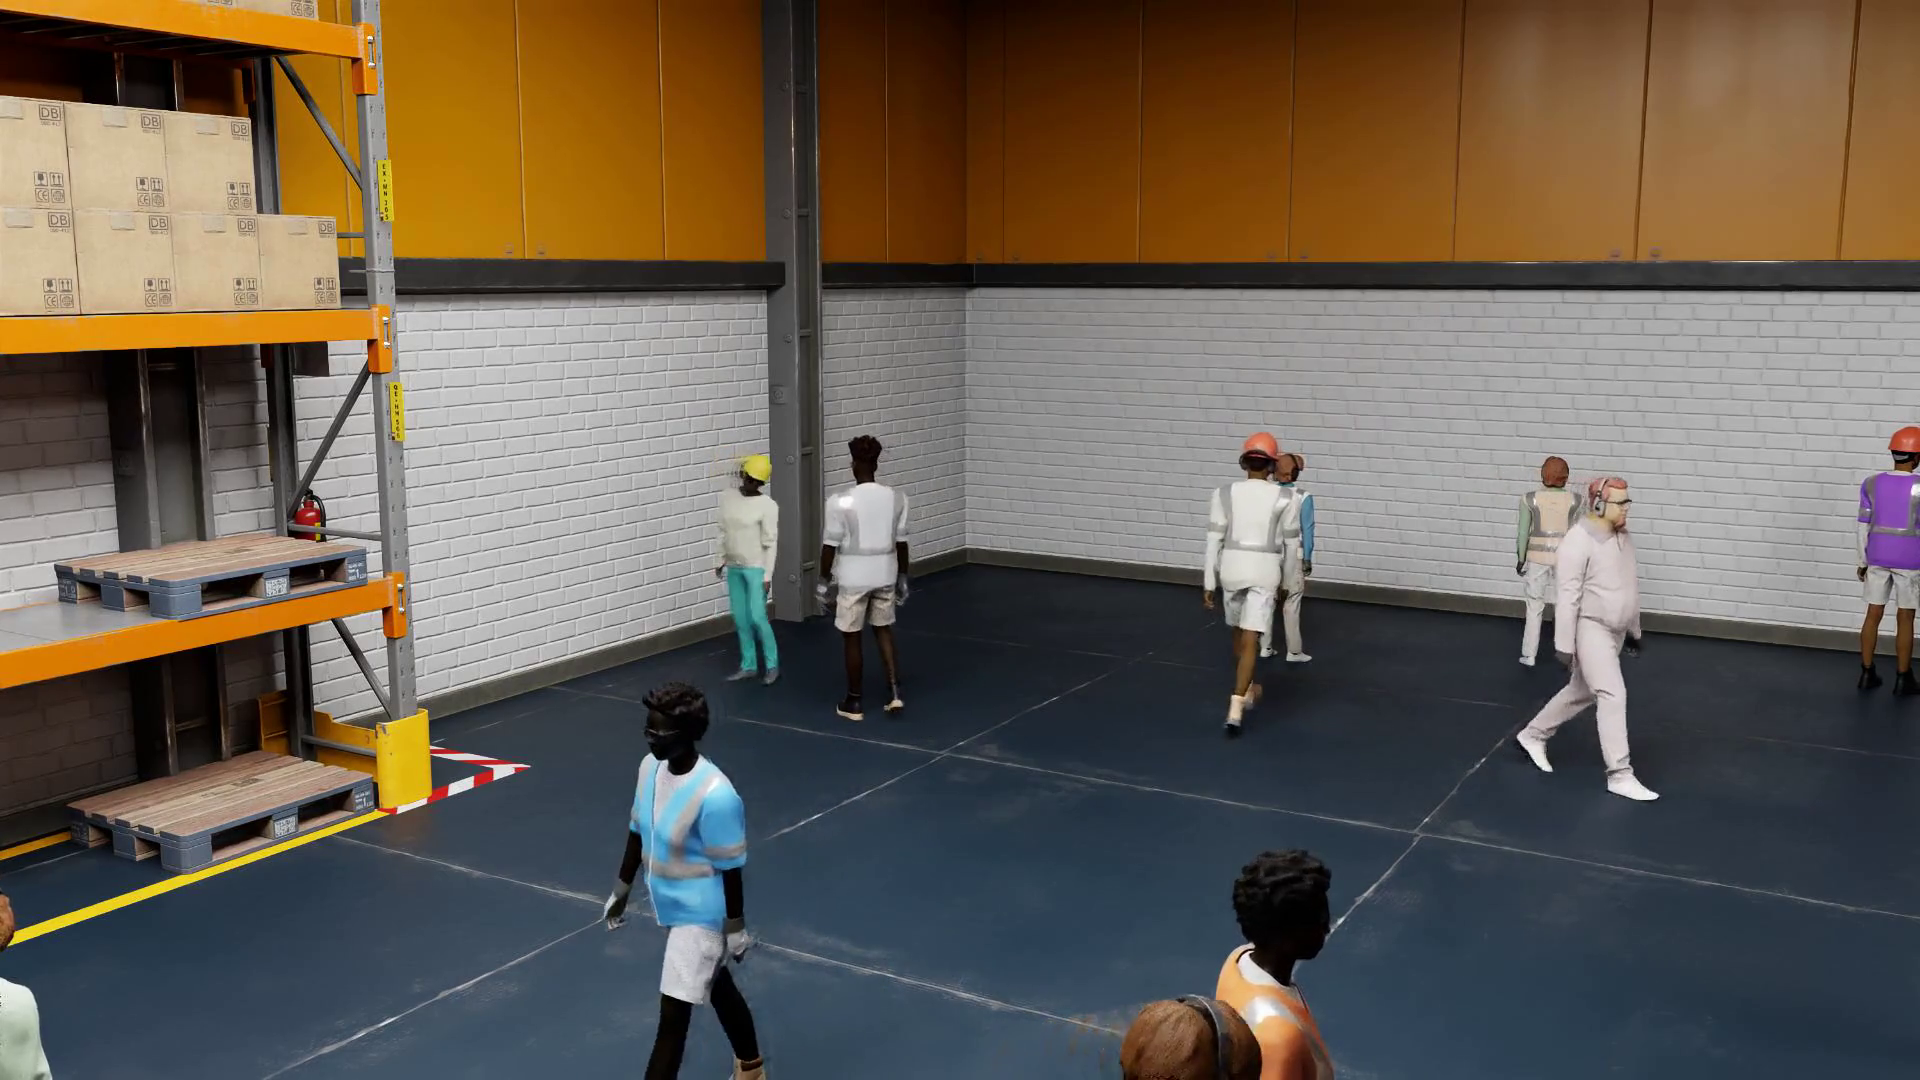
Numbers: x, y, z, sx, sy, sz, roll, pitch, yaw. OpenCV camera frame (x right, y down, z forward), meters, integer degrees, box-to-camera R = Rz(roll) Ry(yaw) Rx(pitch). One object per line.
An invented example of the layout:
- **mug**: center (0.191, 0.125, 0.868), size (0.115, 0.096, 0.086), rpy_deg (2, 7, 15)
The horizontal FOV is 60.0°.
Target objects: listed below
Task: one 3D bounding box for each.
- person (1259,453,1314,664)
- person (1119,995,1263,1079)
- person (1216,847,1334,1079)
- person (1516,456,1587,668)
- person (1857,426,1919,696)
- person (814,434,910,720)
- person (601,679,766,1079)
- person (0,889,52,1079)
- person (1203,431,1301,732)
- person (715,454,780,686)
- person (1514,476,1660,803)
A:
- **person**: center (2.529, 0.140, 12.992), size (0.315, 1.641, 0.514), rpy_deg (-9, 13, -44)
- **person**: center (0.293, 1.667, 2.931), size (0.458, 1.813, 0.658), rpy_deg (-3, 10, -20)
- **person**: center (0.731, 1.555, 3.984), size (0.317, 1.695, 0.540), rpy_deg (0, 9, 0)
- **person**: center (4.529, 0.177, 12.762), size (0.514, 1.641, 0.309), rpy_deg (2, 9, 12)
- **person**: center (6.773, 0.147, 12.022), size (0.371, 1.939, 0.543), rpy_deg (-6, 11, -34)
- **person**: center (-0.664, 0.260, 11.249), size (0.628, 1.958, 0.459), rpy_deg (-5, 11, -30)
- **person**: center (-1.000, 1.294, 5.747), size (0.873, 1.654, 0.551), rpy_deg (-7, 11, -36)
- **person**: center (-2.407, 1.568, 4.090), size (0.497, 1.636, 0.279), rpy_deg (3, 9, 16)
- **person**: center (1.953, 0.265, 11.199), size (0.611, 1.983, 1.124), rpy_deg (3, 10, 21)
- **person**: center (-1.546, 0.217, 12.311), size (0.564, 1.726, 0.332), rpy_deg (7, 11, 37)
- **person**: center (3.725, 0.535, 9.821), size (0.652, 1.868, 0.945), rpy_deg (-8, 12, -42)
